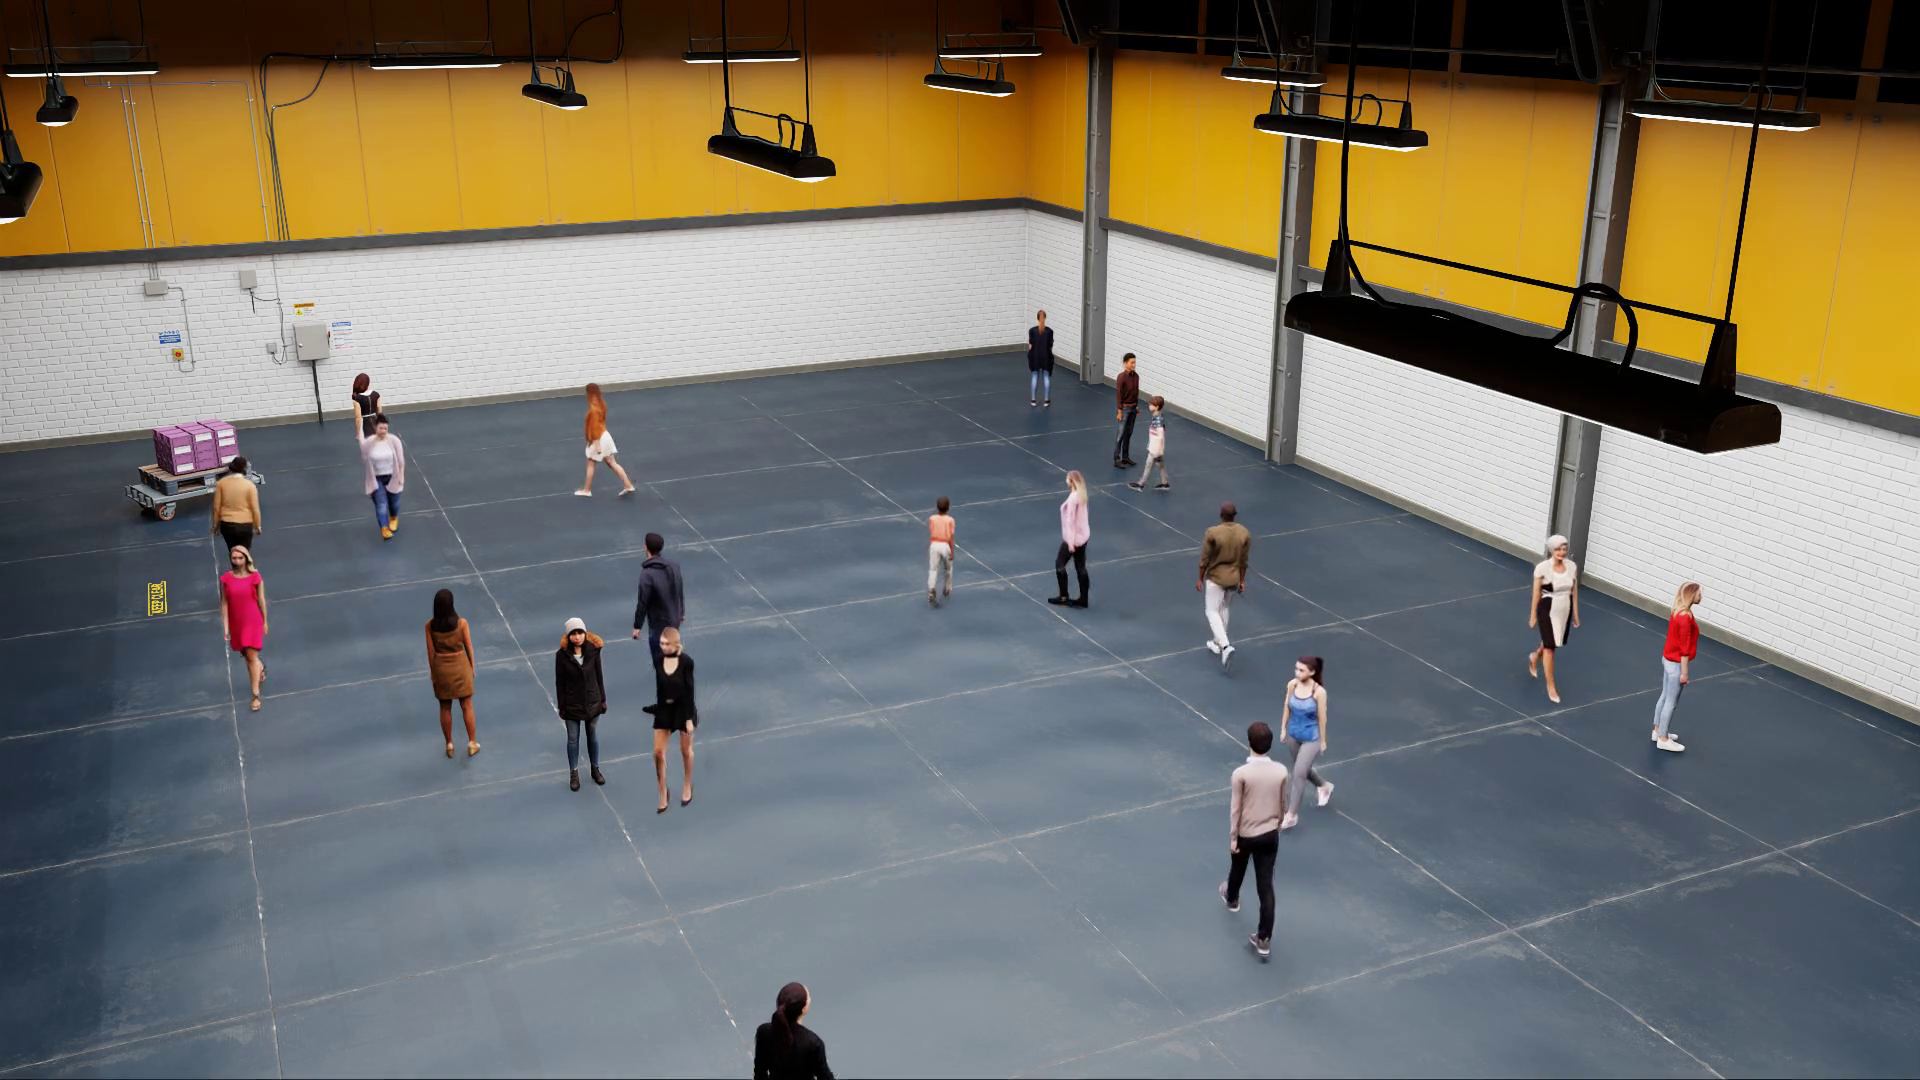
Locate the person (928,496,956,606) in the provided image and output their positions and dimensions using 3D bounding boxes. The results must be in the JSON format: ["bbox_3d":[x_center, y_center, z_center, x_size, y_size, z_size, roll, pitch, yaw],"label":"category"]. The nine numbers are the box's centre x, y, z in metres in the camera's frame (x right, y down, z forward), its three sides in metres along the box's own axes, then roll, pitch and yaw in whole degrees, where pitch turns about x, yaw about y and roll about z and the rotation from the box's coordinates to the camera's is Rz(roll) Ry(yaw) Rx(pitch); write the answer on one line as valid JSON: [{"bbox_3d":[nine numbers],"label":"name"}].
[{"bbox_3d":[-0.248,0.125,19.908,0.768,1.299,0.896,4,19,11],"label":"person"}]

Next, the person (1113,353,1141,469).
[{"bbox_3d":[2.548,-1.998,25.461,0.643,1.779,0.713,17,25,42],"label":"person"}]

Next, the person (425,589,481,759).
[{"bbox_3d":[-4.861,1.269,15.902,0.614,1.688,0.579,-4,19,-11],"label":"person"}]

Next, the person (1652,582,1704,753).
[{"bbox_3d":[6.924,1.200,16.081,0.747,1.704,0.639,3,19,9],"label":"person"}]

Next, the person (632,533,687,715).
[{"bbox_3d":[-2.946,0.850,16.850,0.861,1.878,0.860,8,20,22],"label":"person"}]

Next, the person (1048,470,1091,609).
[{"bbox_3d":[1.448,0.012,19.670,0.872,1.667,0.809,10,21,27],"label":"person"}]

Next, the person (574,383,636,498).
[{"bbox_3d":[-5.065,-1.396,23.824,1.113,1.682,1.145,4,19,11],"label":"person"}]

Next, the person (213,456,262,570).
[{"bbox_3d":[-8.698,-0.106,19.951,0.976,1.711,1.085,-1,19,-3],"label":"person"}]

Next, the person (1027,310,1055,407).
[{"bbox_3d":[1.419,-3.201,29.185,0.720,1.683,0.736,2,19,7],"label":"person"}]

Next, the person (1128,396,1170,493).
[{"bbox_3d":[2.932,-1.390,24.226,0.812,1.414,0.875,0,19,-1],"label":"person"}]

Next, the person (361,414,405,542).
[{"bbox_3d":[-7.705,-0.866,22.231,0.696,1.695,1.097,-6,19,-17],"label":"person"}]

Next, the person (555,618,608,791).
[{"bbox_3d":[-3.497,1.486,15.345,0.616,1.633,0.593,-9,21,-25],"label":"person"}]

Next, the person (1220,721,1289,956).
[{"bbox_3d":[2.295,2.304,12.720,0.870,1.757,1.256,-3,19,-8],"label":"person"}]

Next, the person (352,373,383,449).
[{"bbox_3d":[-8.537,-1.537,24.066,0.620,1.796,0.642,15,24,38],"label":"person"}]

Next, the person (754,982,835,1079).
[{"bbox_3d":[-1.024,3.396,9.701,1.086,1.616,1.079,9,21,25],"label":"person"}]

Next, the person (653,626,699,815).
[{"bbox_3d":[-2.500,1.561,14.934,0.768,1.752,0.837,4,19,11],"label":"person"}]

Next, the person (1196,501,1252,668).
[{"bbox_3d":[2.870,0.479,18.072,0.784,1.801,1.052,-6,19,-16],"label":"person"}]

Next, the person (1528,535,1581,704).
[{"bbox_3d":[6.155,0.770,17.331,0.786,1.721,1.112,-4,19,-12],"label":"person"}]

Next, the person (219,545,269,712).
[{"bbox_3d":[-7.345,0.853,17.139,0.799,1.687,1.109,-2,19,-5],"label":"person"}]

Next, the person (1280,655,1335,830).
[{"bbox_3d":[3.091,1.742,14.665,0.812,1.582,1.024,-16,24,-39],"label":"person"}]
